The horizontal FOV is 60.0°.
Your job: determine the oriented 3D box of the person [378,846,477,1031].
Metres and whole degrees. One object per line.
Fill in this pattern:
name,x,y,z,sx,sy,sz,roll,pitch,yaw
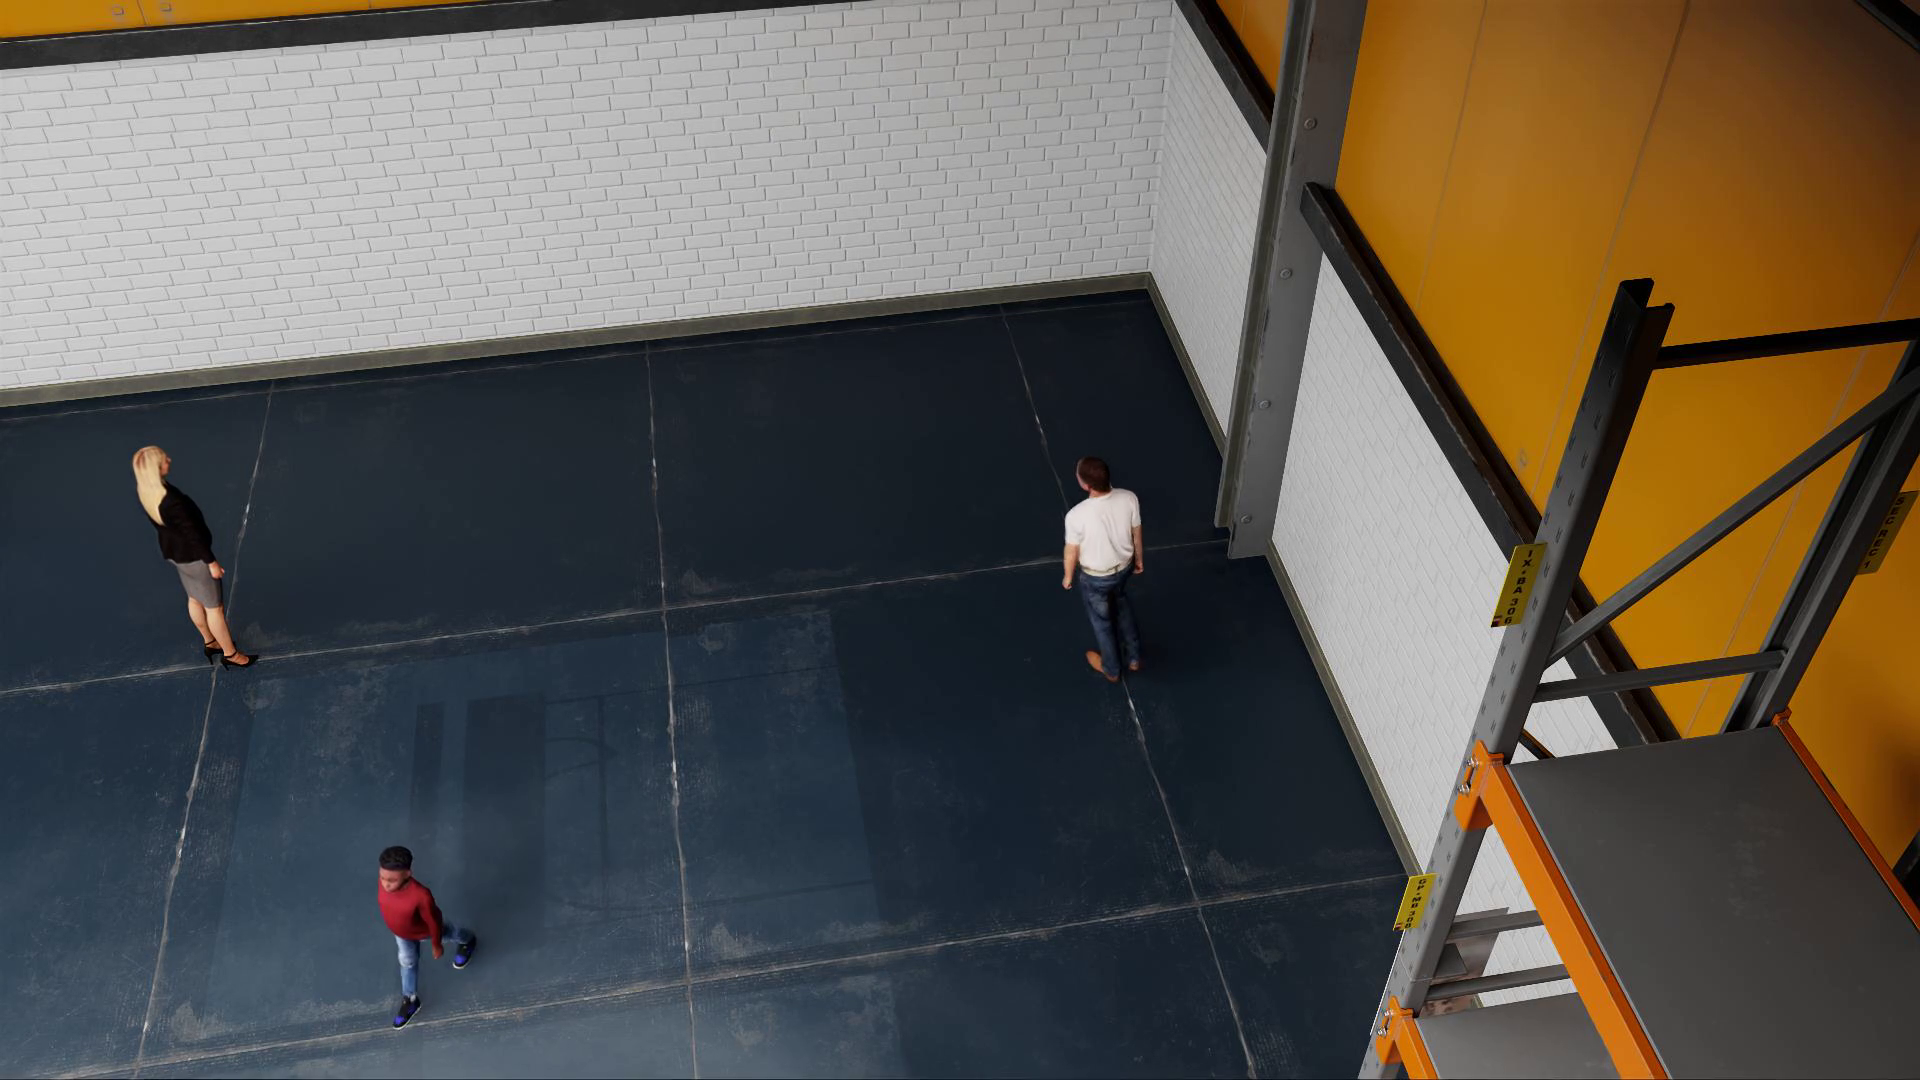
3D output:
person,-2.919,2.041,9.084,0.804,1.223,0.973,15,46,15

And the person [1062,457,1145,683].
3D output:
person,0.954,0.235,10.541,0.811,1.826,0.796,-13,45,-14

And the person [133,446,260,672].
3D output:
person,-4.923,0.128,10.643,0.693,1.842,0.754,26,49,25
